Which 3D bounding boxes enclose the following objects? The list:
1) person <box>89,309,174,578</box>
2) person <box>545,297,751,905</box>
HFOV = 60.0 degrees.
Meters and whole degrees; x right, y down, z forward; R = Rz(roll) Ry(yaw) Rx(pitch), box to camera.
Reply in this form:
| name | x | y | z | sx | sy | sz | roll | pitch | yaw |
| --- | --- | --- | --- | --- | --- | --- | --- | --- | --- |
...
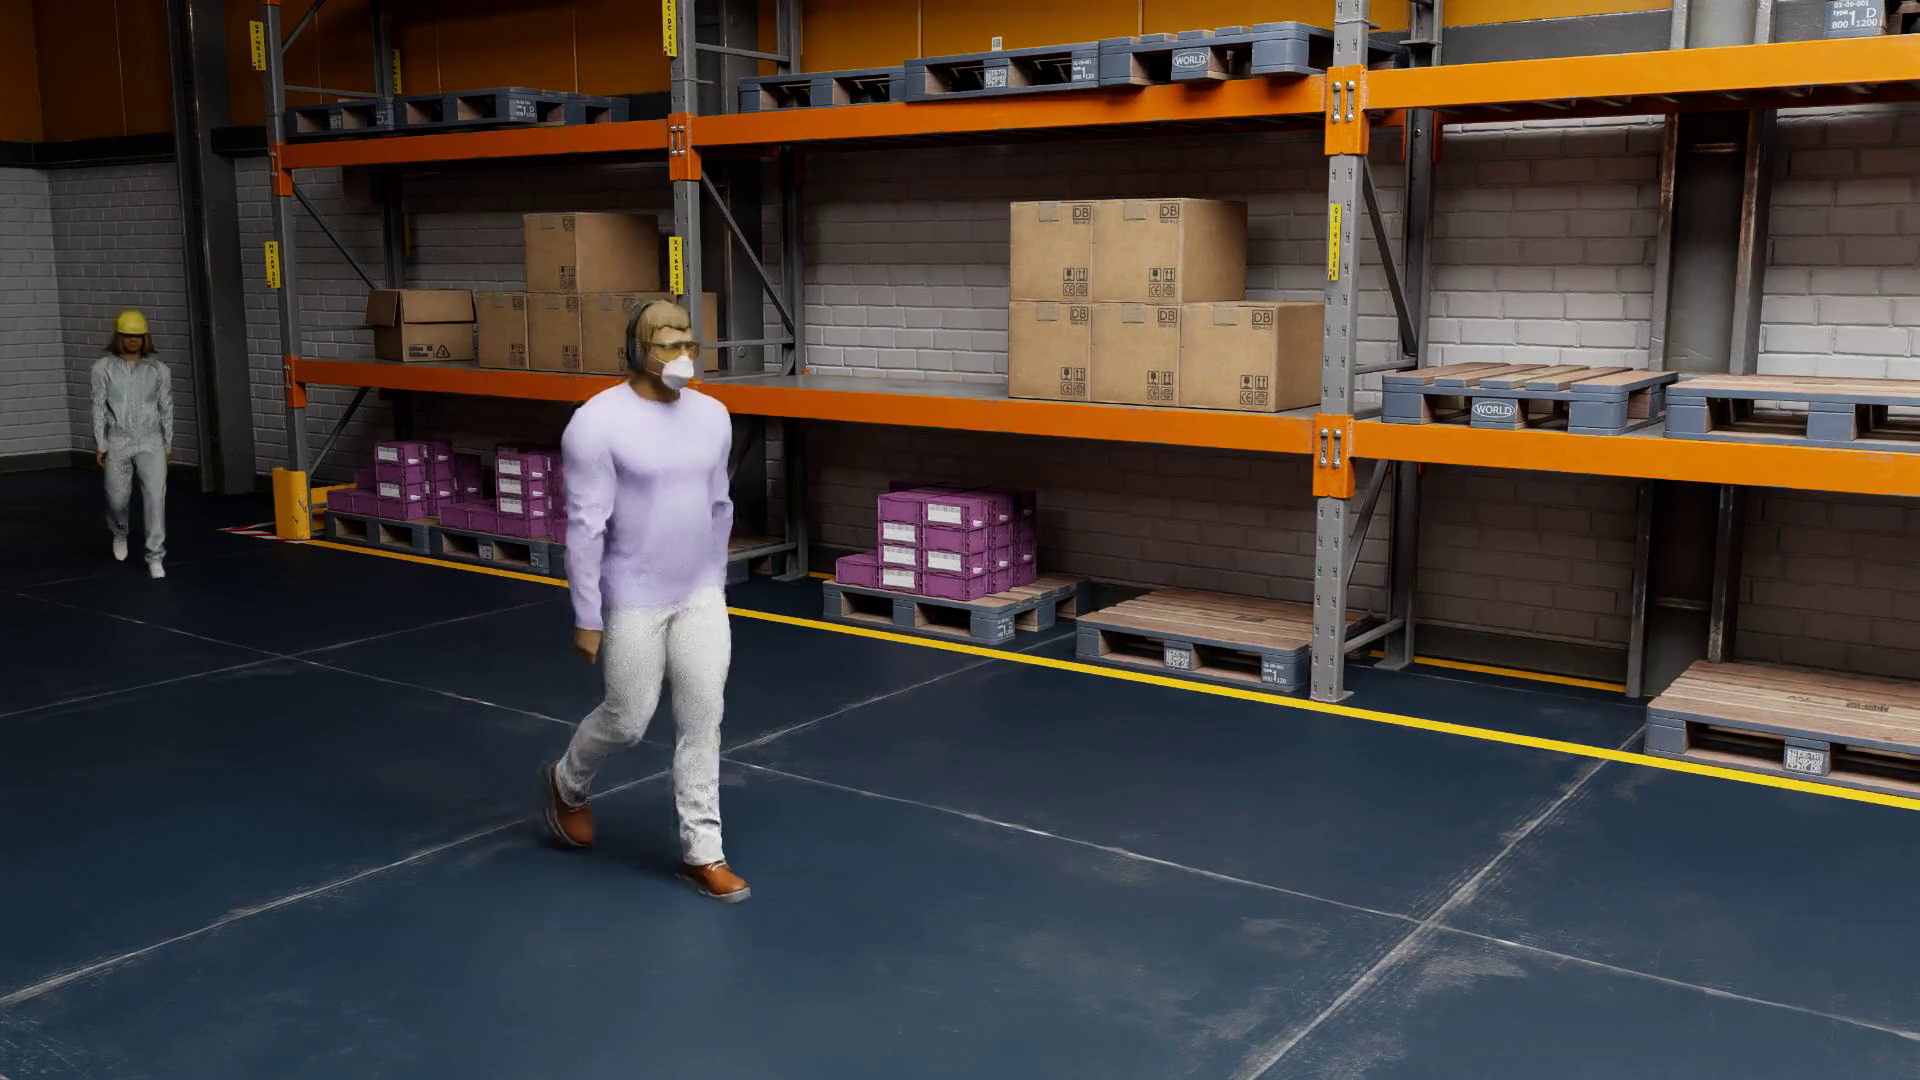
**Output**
| name | x | y | z | sx | sy | sz | roll | pitch | yaw |
| --- | --- | --- | --- | --- | --- | --- | --- | --- | --- |
| person | -5.355 | -0.638 | 10.784 | 0.495 | 1.719 | 0.720 | -6 | 11 | -33 |
| person | -1.032 | 0.176 | 5.377 | 0.834 | 1.920 | 0.641 | 9 | 13 | 43 |
